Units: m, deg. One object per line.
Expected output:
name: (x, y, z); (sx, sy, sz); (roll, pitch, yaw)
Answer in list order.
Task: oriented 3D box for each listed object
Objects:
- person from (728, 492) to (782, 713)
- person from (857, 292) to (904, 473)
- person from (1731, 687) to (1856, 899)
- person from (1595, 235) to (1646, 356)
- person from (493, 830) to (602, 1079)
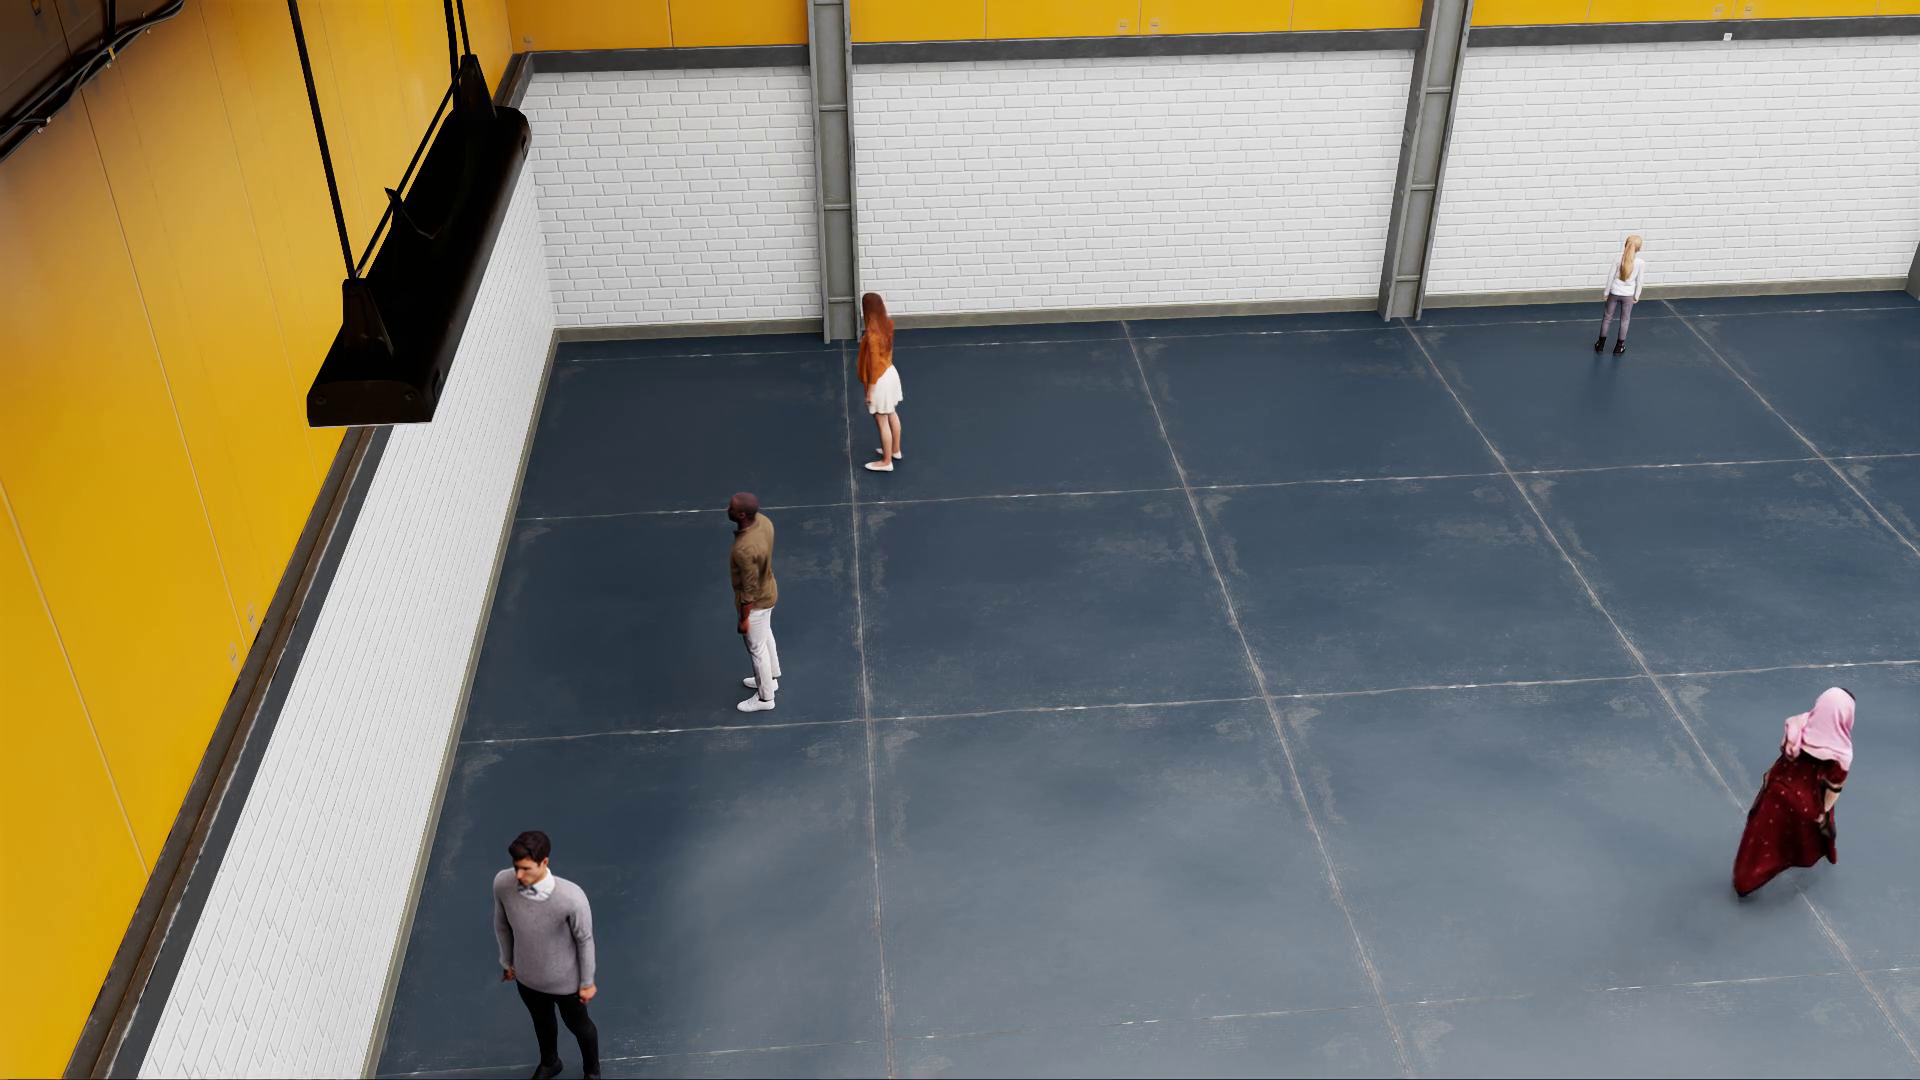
person: (-1.483, 0.427, 12.009); (0.636, 1.825, 0.756); (3, 34, 4)
person: (-0.698, -1.422, 14.888); (0.711, 1.716, 0.707); (11, 35, 17)
person: (5.210, 1.602, 10.420); (1.169, 1.626, 0.988); (-22, 39, -29)
person: (6.722, -2.499, 16.904); (0.547, 1.278, 0.633); (14, 36, 20)
person: (-2.230, 2.322, 9.069); (0.720, 1.923, 0.881); (10, 35, 14)
